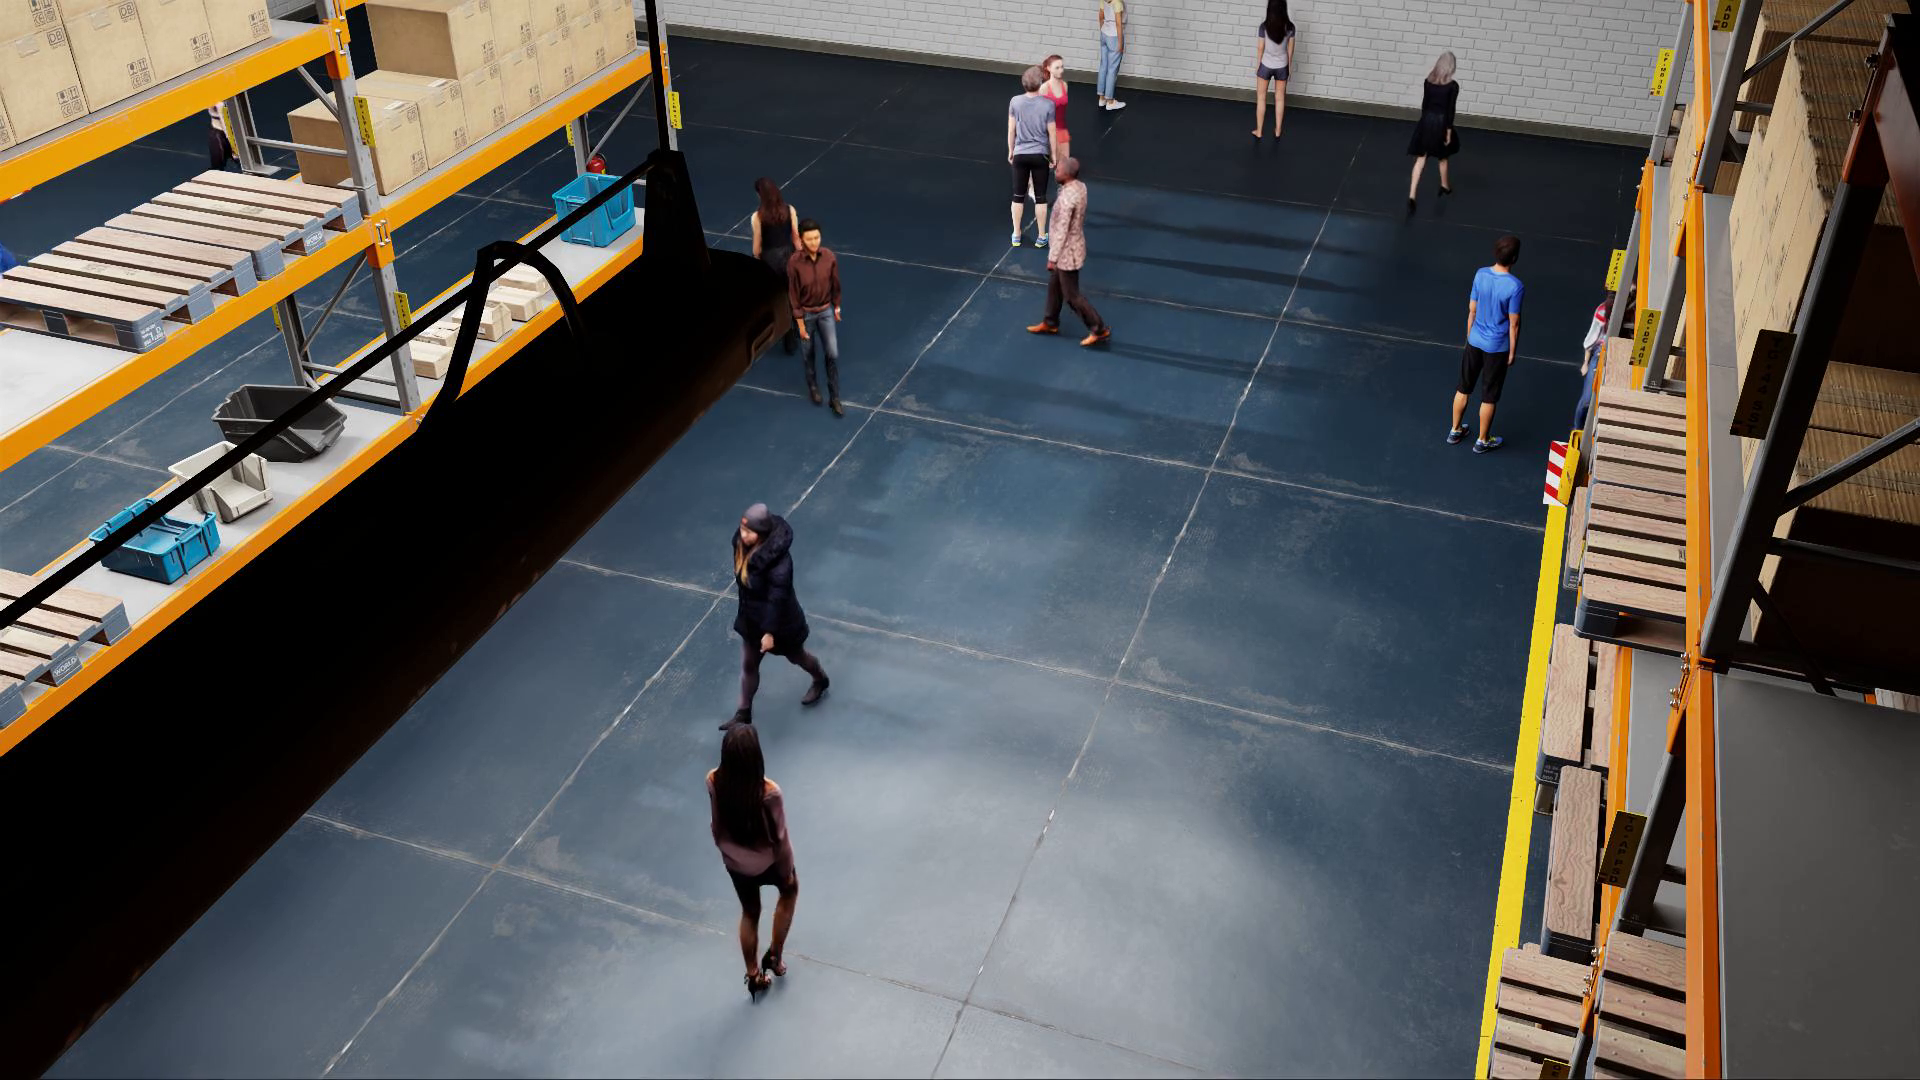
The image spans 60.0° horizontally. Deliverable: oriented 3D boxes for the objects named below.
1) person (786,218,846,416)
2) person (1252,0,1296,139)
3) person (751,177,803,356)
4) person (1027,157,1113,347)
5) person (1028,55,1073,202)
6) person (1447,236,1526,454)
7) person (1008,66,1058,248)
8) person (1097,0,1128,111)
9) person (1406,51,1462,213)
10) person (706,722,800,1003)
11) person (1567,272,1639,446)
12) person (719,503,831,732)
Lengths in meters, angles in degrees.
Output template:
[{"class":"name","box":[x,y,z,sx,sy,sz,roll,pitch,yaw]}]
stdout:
[{"class":"person","box":[-1.292,-1.981,14.325,0.878,1.760,0.957,-10,35,-15]},{"class":"person","box":[3.757,-5.690,19.954,0.660,1.707,0.643,-1,34,-2]},{"class":"person","box":[-1.631,-2.447,15.119,0.794,1.658,0.855,-11,35,-16]},{"class":"person","box":[1.077,-2.615,15.249,0.801,1.794,1.031,9,35,13]},{"class":"person","box":[0.949,-4.384,17.994,1.128,1.702,1.152,-16,37,-23]},{"class":"person","box":[4.337,-1.606,13.663,0.707,1.869,0.698,-27,42,-35]},{"class":"person","box":[0.736,-3.952,17.176,0.690,1.887,0.598,7,34,11]},{"class":"person","box":[1.893,-6.268,20.808,0.754,1.723,0.710,-17,37,-24]},{"class":"person","box":[5.088,-4.381,17.987,0.870,1.704,1.139,27,42,35]},{"class":"person","box":[-1.106,1.753,8.673,0.640,1.799,0.607,11,35,17]},{"class":"person","box":[5.352,-1.477,13.700,0.631,1.614,0.593,7,34,10]},{"class":"person","box":[-1.145,0.471,10.748,1.196,1.636,0.993,-26,42,-34]}]
